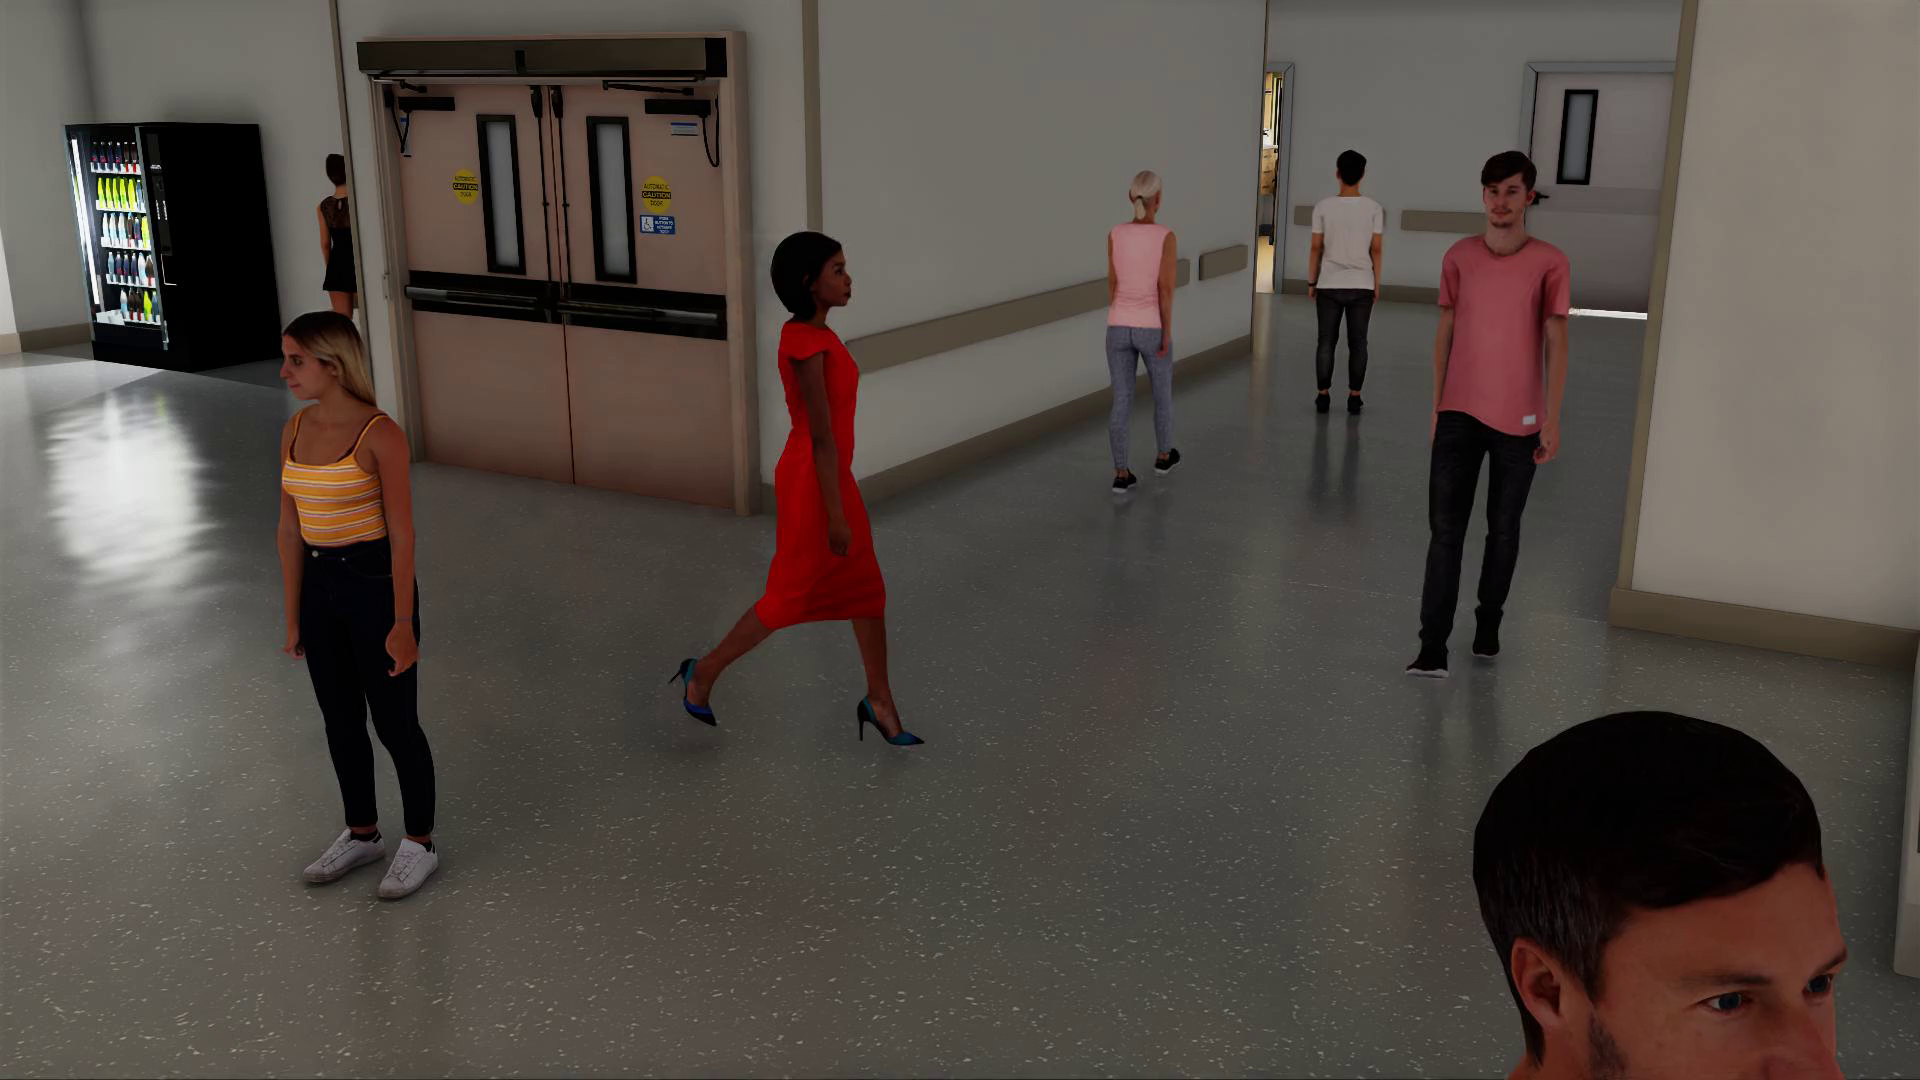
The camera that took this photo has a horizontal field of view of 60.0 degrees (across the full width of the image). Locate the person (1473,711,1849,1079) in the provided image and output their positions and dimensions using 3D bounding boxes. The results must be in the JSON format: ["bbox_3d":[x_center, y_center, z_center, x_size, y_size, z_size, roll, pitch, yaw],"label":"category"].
[{"bbox_3d":[0.391,0.998,1.214,0.704,1.870,0.752,-5,17,-19],"label":"person"}]

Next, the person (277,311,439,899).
[{"bbox_3d":[-1.649,0.180,4.562,0.475,1.626,0.658,6,17,21],"label":"person"}]

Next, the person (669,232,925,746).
[{"bbox_3d":[-0.554,-0.106,5.418,1.165,1.712,0.892,1,16,5],"label":"person"}]

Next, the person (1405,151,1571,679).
[{"bbox_3d":[2.029,-0.455,6.269,1.056,1.922,0.763,7,17,23],"label":"person"}]

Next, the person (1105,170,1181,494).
[{"bbox_3d":[0.929,-1.087,8.921,0.912,1.699,0.717,5,17,18],"label":"person"}]

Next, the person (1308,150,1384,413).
[{"bbox_3d":[2.566,-1.723,11.083,0.576,1.721,0.740,4,16,13],"label":"person"}]
